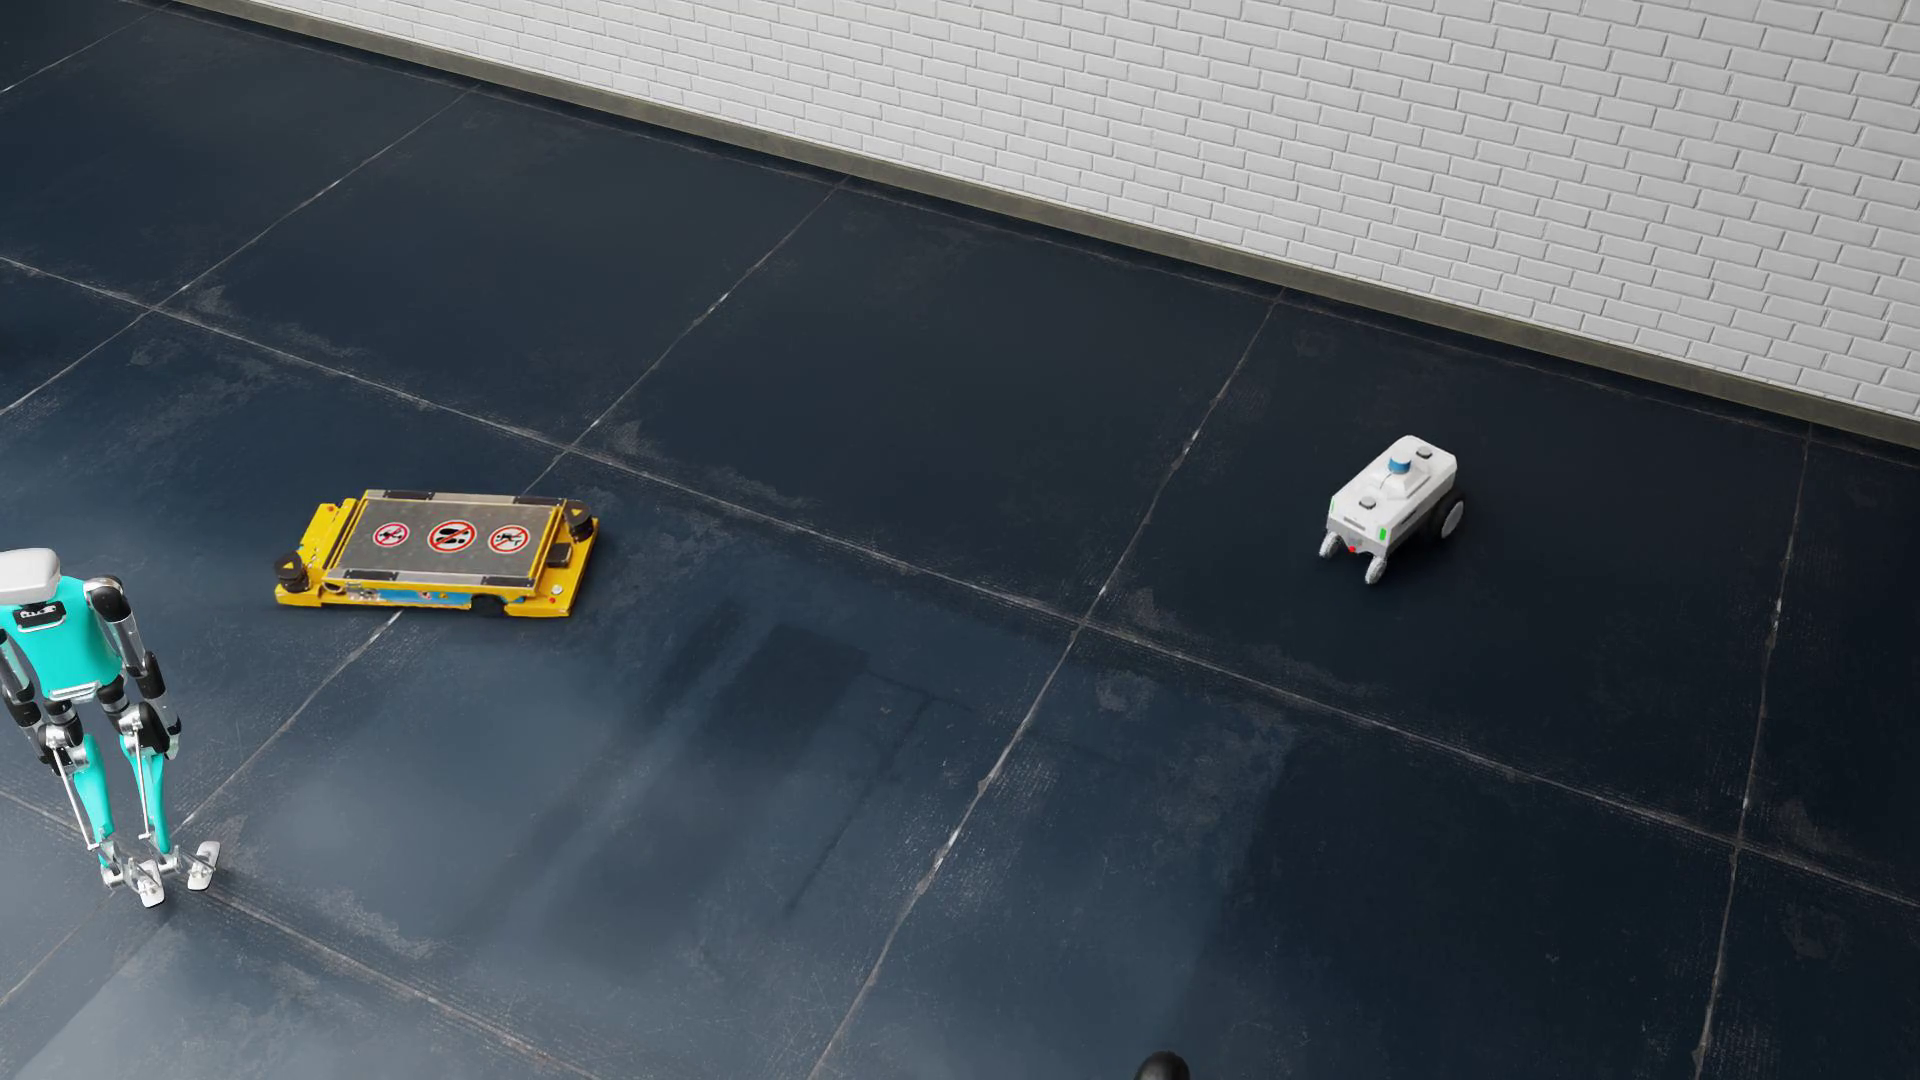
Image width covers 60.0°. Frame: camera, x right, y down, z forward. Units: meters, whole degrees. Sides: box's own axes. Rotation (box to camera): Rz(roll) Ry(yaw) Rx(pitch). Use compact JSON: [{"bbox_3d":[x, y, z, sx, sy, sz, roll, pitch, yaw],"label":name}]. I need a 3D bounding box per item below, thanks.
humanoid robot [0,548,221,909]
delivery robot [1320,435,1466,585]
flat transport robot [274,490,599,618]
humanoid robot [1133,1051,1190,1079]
[{"bbox_3d":[-3.191,0.832,6.179,0.533,1.677,0.735,-12,44,-13],"label":"humanoid robot"},{"bbox_3d":[2.133,-0.189,8.243,0.499,0.587,0.769,32,52,30],"label":"delivery robot"},{"bbox_3d":[-2.561,0.064,8.186,1.431,0.231,0.659,3,43,3],"label":"flat transport robot"},{"bbox_3d":[0.607,2.044,5.032,0.599,1.638,0.706,13,44,14],"label":"humanoid robot"}]
